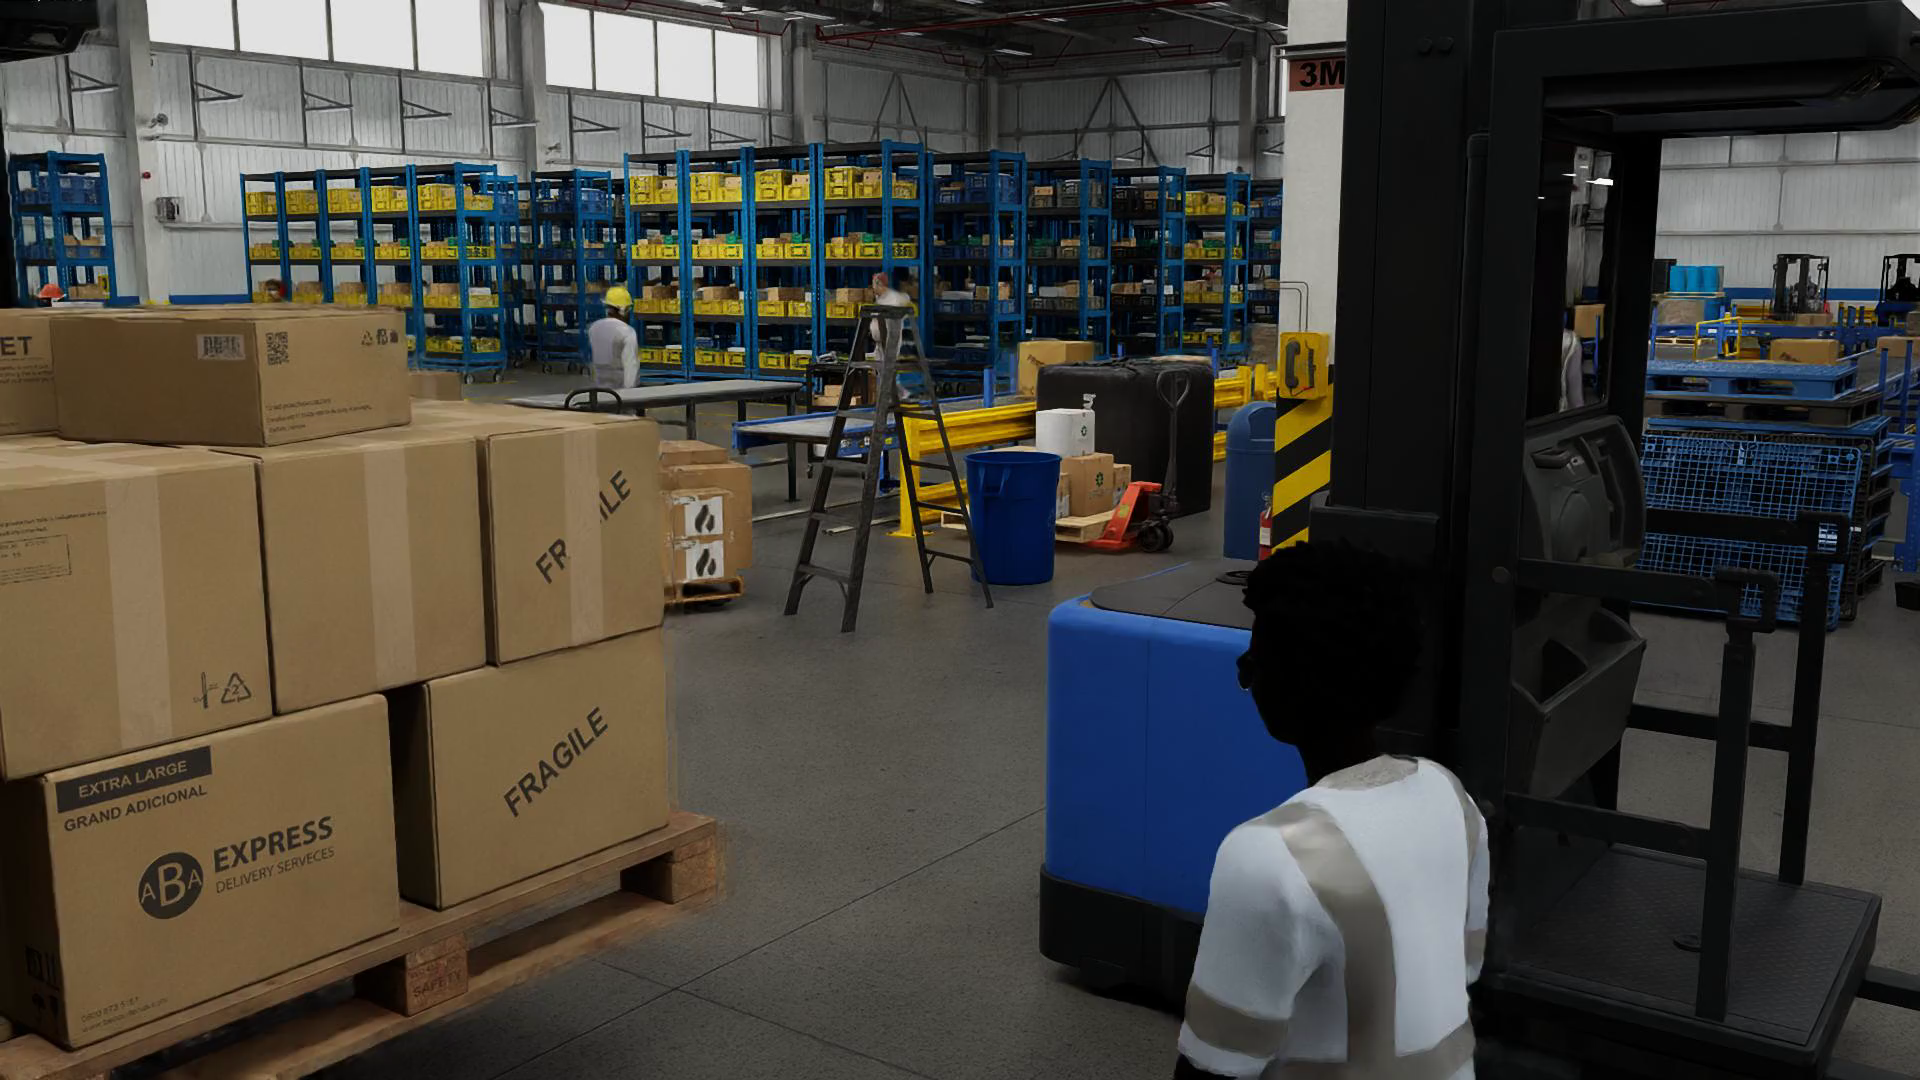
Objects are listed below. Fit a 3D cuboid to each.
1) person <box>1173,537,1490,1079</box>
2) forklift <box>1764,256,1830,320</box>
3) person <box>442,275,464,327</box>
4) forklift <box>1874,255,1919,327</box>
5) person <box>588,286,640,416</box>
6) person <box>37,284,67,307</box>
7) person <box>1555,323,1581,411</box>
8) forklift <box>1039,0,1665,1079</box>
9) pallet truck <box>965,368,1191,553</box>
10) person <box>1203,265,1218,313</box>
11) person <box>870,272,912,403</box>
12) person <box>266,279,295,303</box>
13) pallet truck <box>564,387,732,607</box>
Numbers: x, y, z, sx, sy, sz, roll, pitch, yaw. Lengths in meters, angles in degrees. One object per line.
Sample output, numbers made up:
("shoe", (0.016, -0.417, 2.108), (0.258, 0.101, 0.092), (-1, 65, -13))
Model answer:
("person", (0.413, 0.831, 2.200), (0.732, 1.669, 0.552), (7, 12, 36))
("forklift", (20.253, -5.854, 40.139), (1.157, 1.987, 2.680), (7, 12, 35))
("person", (-10.563, -4.650, 34.477), (0.632, 1.786, 0.412), (-3, 10, -19))
("forklift", (22.089, -5.634, 38.796), (1.157, 1.987, 2.680), (6, 11, 33))
("person", (-3.154, -1.394, 15.057), (0.591, 1.803, 0.826), (6, 11, 34))
("person", (-10.513, -2.102, 19.407), (0.339, 1.752, 0.564), (-7, 12, -35))
("person", (4.052, -0.898, 11.747), (0.614, 1.925, 0.551), (3, 10, 18))
("forklift", (1.249, -0.137, 4.360), (1.873, 2.768, 1.129), (7, 12, 35))
("pallet truck", (0.845, -0.609, 11.869), (1.630, 1.274, 0.653), (7, 12, 35))
("person", (7.346, -7.111, 48.573), (0.608, 1.986, 0.400), (9, 13, 42))
("person", (-0.912, -2.539, 21.631), (0.531, 1.877, 0.672), (-4, 10, -21))
("person", (-8.137, -2.256, 20.160), (0.571, 1.813, 0.810), (3, 10, 17))
("pallet truck", (-1.981, -0.274, 10.088), (0.680, 1.201, 1.601), (-5, 11, -28))
